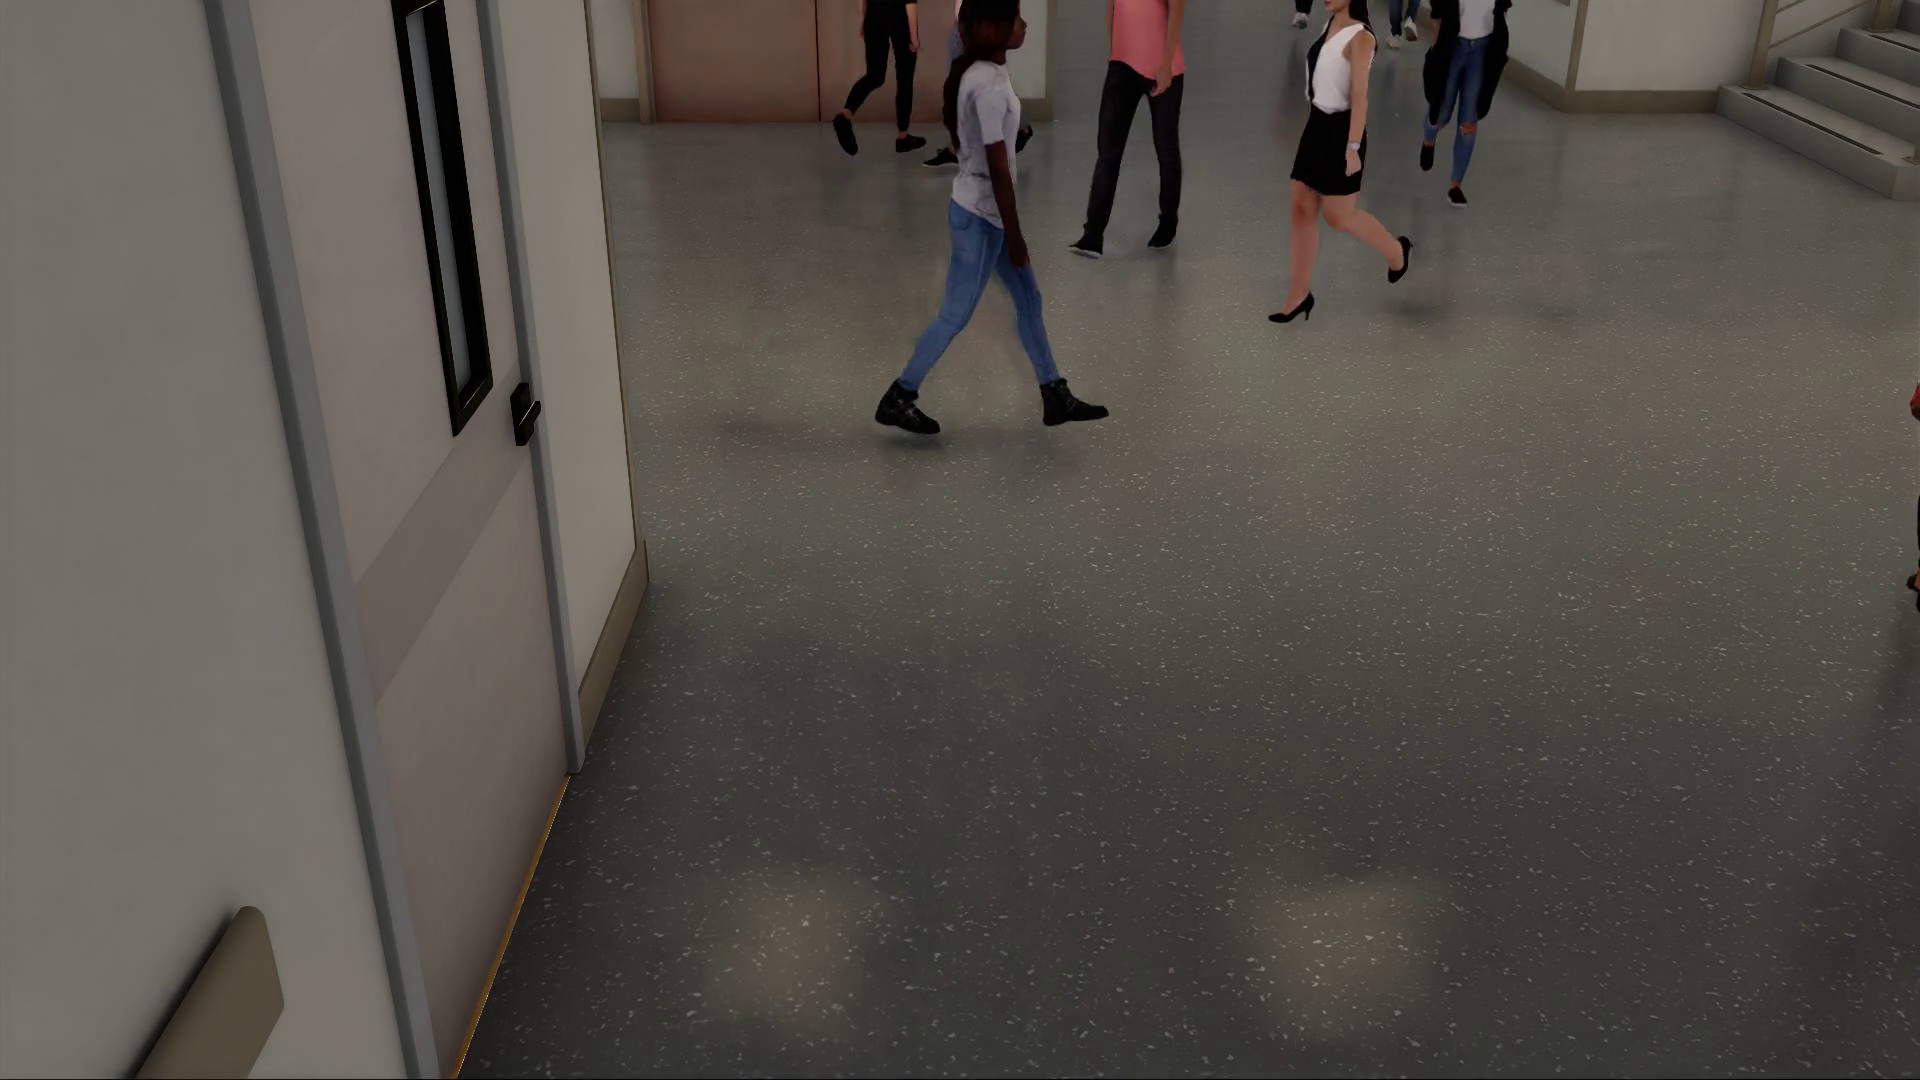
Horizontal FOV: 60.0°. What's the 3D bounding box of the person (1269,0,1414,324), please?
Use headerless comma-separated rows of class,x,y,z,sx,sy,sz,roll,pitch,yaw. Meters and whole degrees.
person,1.760,-1.773,7.518,1.016,1.630,0.758,-8,27,-17

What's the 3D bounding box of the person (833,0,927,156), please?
person,-0.523,-3.253,10.527,1.058,1.683,1.043,18,31,33

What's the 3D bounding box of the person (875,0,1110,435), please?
person,0.011,-1.154,6.184,1.129,1.674,0.620,1,26,2

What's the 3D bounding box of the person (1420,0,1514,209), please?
person,2.892,-2.793,9.590,0.867,1.668,0.701,1,26,2

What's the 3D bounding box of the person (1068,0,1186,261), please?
person,1.005,-2.403,8.501,1.193,1.912,1.069,12,28,24

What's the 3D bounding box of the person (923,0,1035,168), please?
person,0.178,-3.182,10.372,1.147,1.690,0.954,-17,31,-32
